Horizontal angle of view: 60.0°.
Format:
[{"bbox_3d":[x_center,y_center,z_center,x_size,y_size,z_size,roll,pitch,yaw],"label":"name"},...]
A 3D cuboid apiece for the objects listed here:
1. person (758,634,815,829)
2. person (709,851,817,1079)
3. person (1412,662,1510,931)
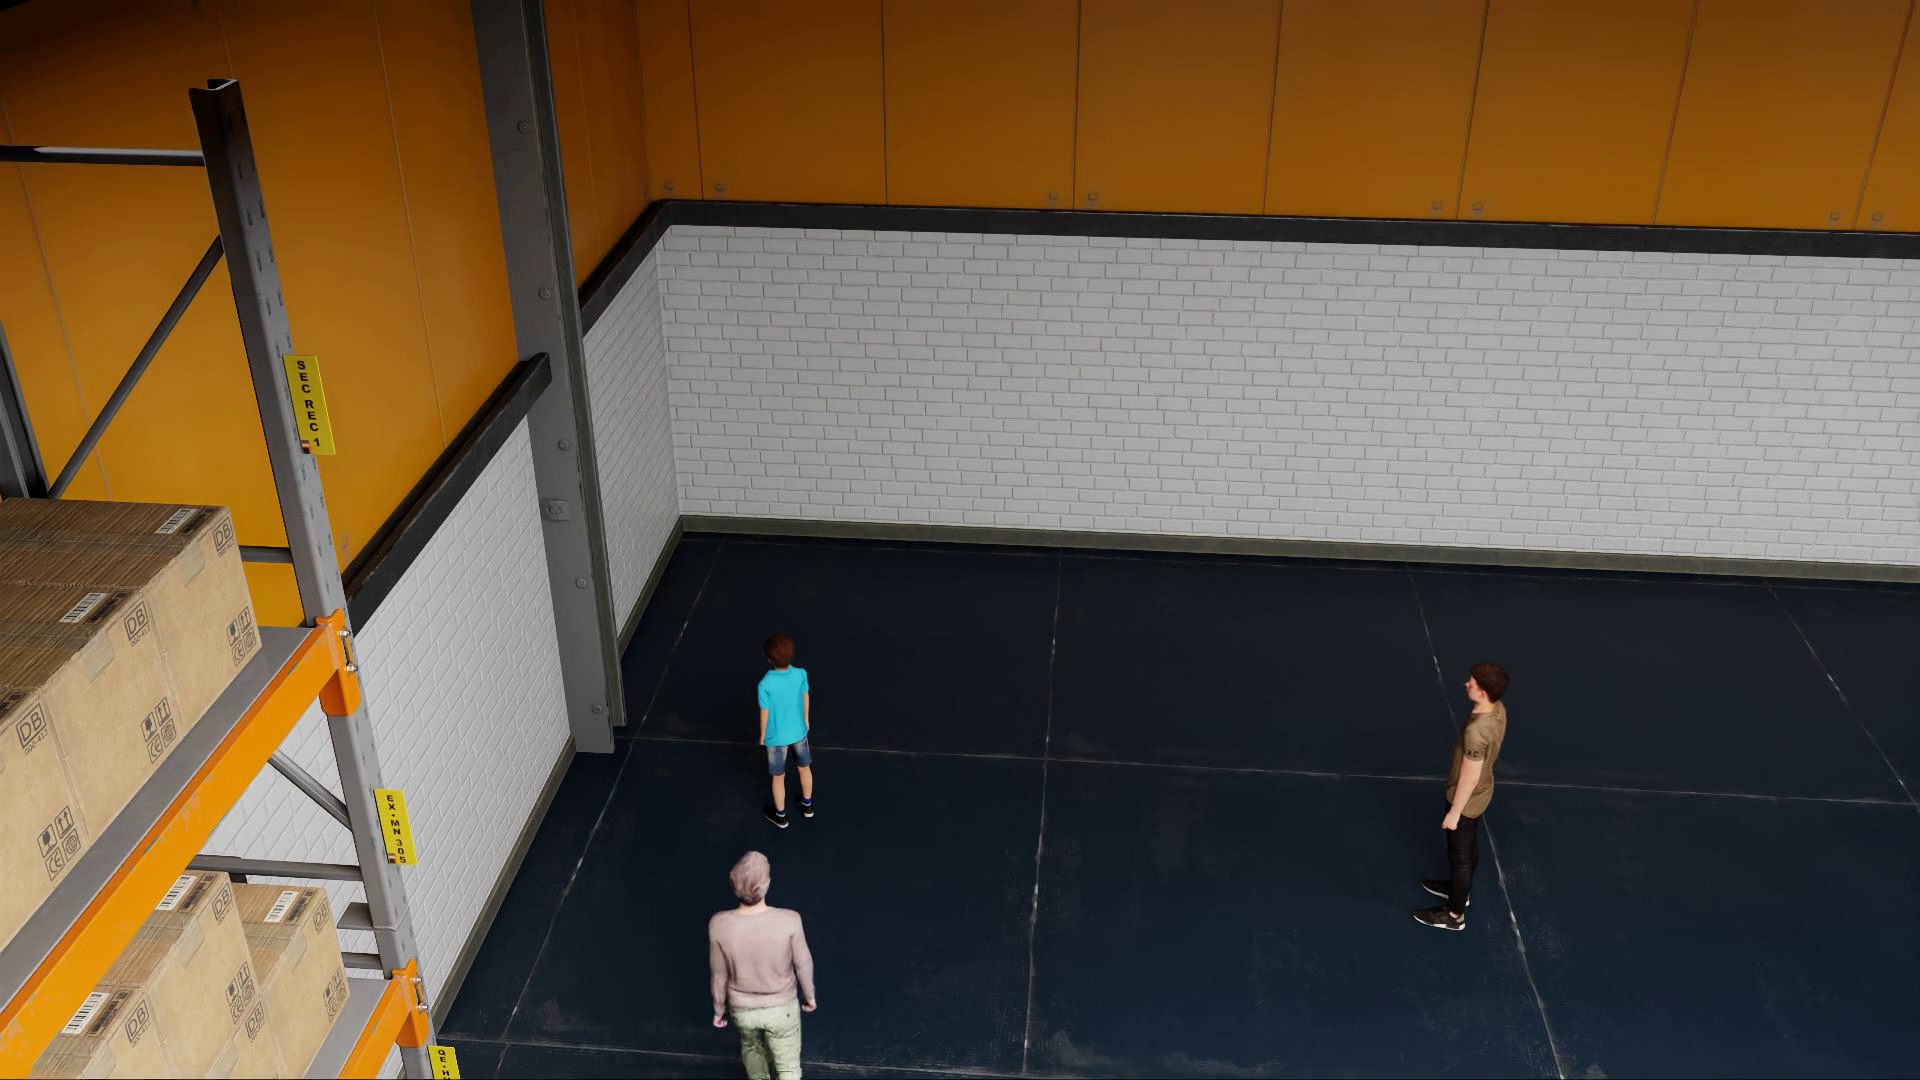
[{"bbox_3d":[-1.152,1.246,11.002,0.597,1.450,0.638,-17,33,-28],"label":"person"},{"bbox_3d":[-0.990,2.423,8.423,0.781,1.853,1.233,0,29,-1],"label":"person"},{"bbox_3d":[3.077,1.534,10.055,0.792,1.852,0.636,13,31,22],"label":"person"}]
